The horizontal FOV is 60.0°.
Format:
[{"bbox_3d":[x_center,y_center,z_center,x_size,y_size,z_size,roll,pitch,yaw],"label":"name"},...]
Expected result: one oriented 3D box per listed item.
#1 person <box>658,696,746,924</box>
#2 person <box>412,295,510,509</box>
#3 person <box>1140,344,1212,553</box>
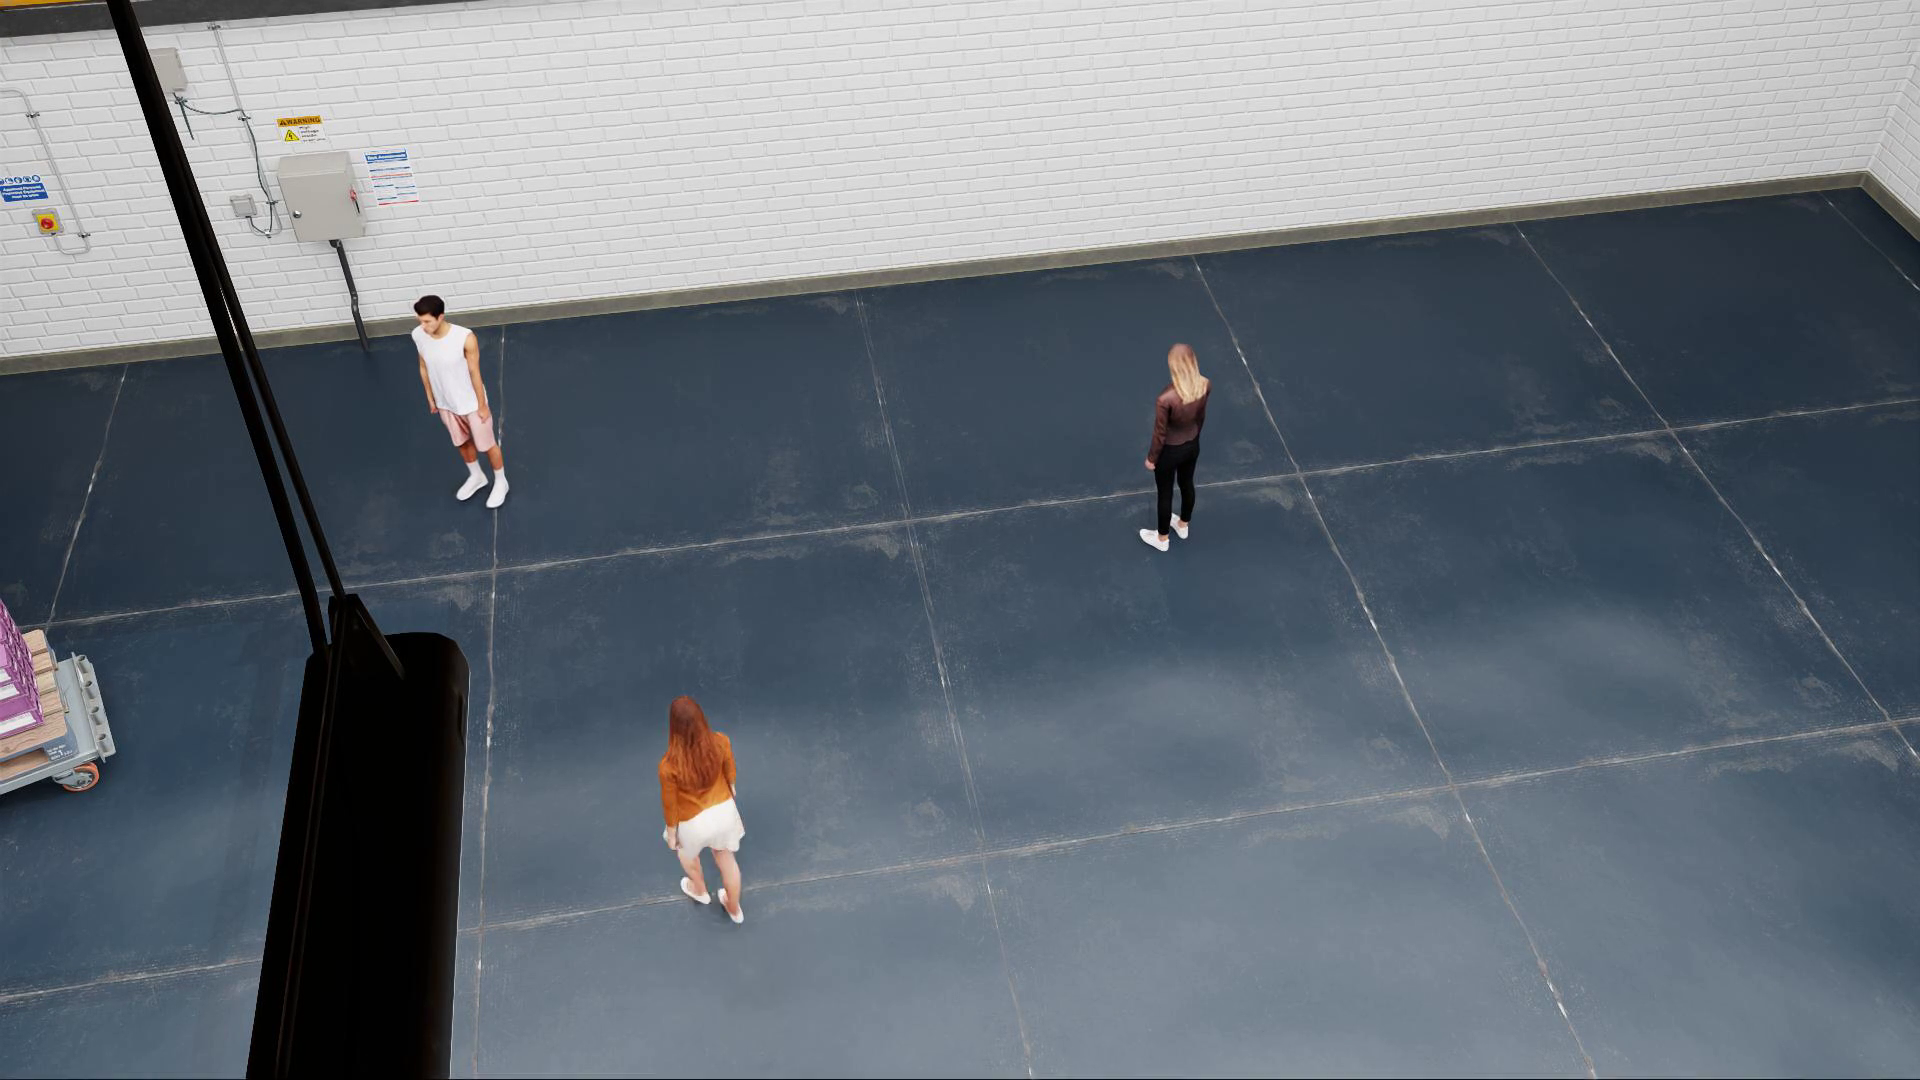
[{"bbox_3d":[-1.369,1.567,9.132,0.759,1.701,0.802,-24,49,-23],"label":"person"},{"bbox_3d":[-3.524,-1.016,11.787,0.736,1.779,0.737,11,45,12],"label":"person"},{"bbox_3d":[1.495,-0.630,11.435,0.675,1.705,0.652,-26,49,-25],"label":"person"}]
